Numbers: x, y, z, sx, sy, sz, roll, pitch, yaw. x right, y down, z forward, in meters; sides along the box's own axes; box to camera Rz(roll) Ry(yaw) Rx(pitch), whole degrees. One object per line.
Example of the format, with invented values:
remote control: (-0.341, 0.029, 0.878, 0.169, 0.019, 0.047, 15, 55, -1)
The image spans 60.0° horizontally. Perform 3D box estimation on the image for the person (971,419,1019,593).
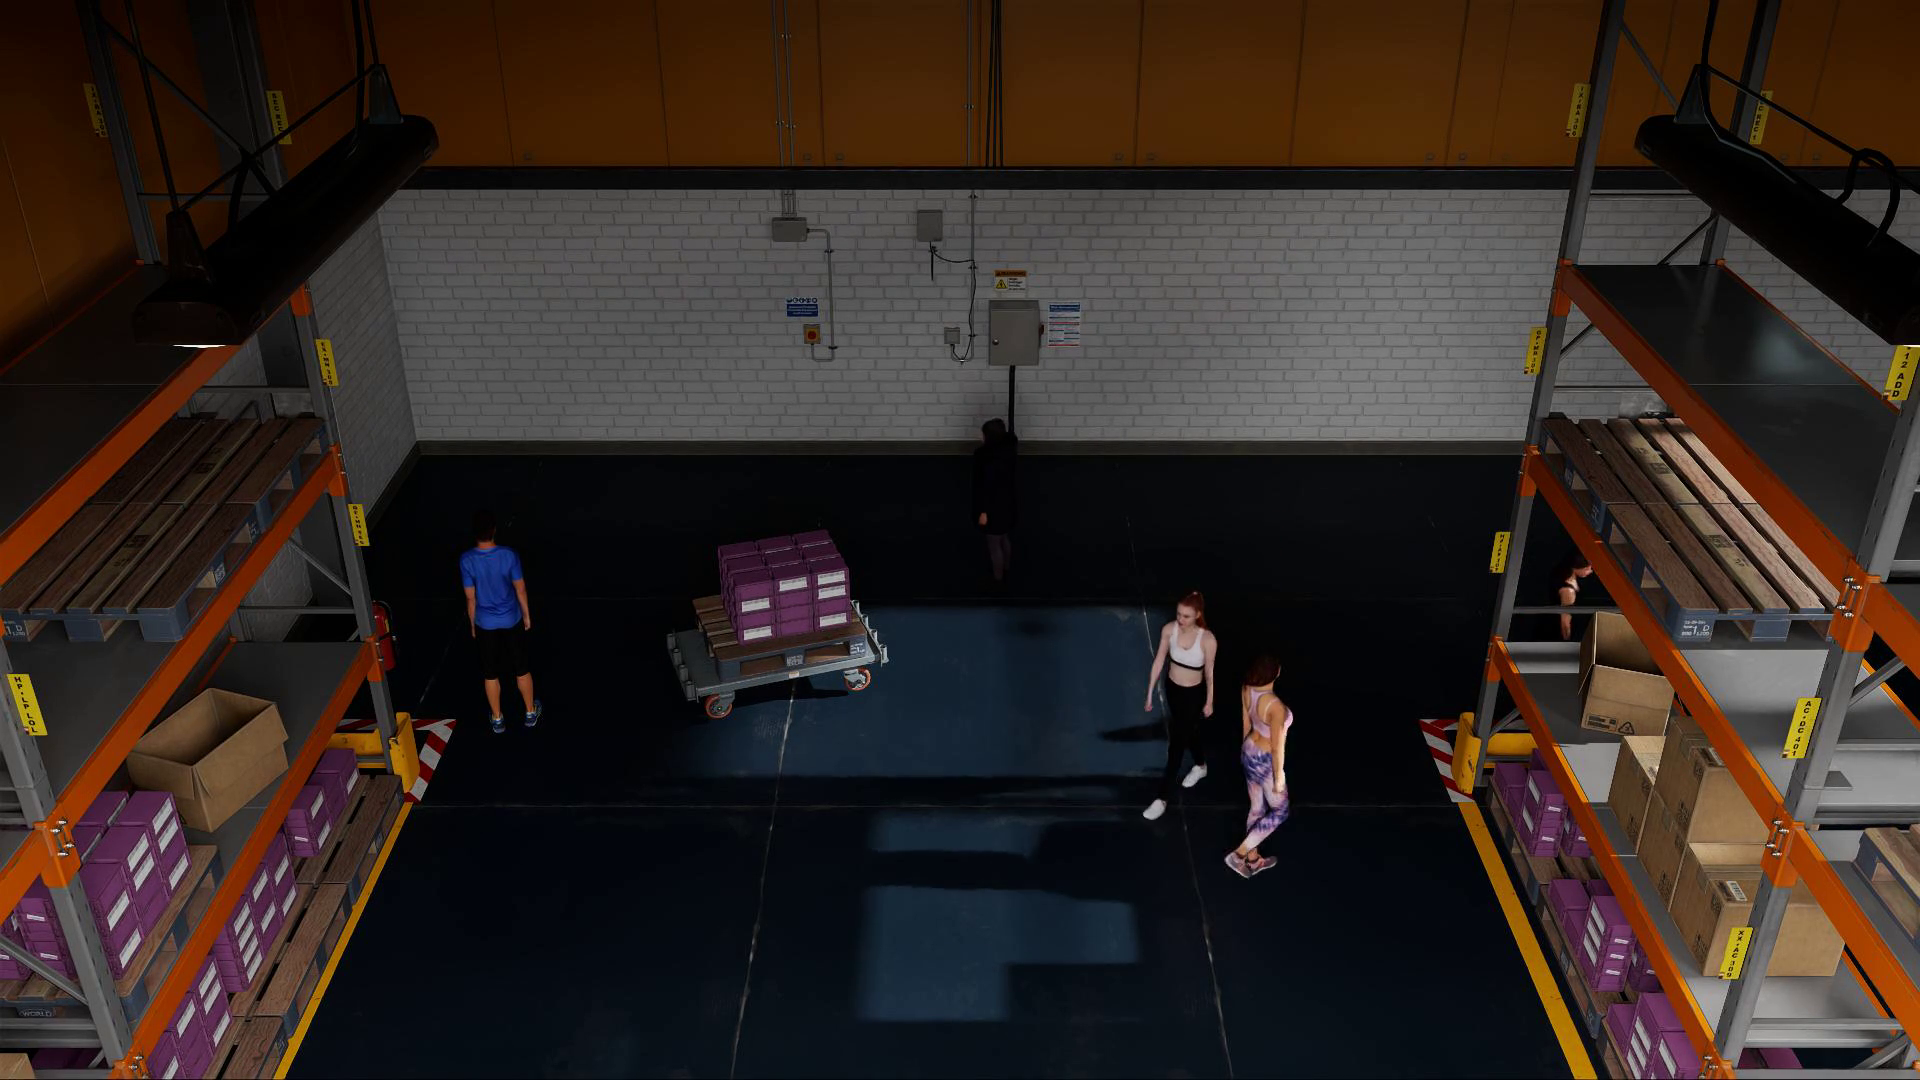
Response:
person: (0.323, -0.320, 14.683, 0.829, 1.674, 0.717, 13, 31, 22)

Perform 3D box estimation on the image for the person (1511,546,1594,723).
person: (4.473, 0.749, 12.731, 0.760, 1.665, 0.639, 4, 29, 7)

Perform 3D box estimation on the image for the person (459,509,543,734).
person: (-3.541, 0.622, 12.752, 0.671, 1.868, 0.642, -8, 30, -14)

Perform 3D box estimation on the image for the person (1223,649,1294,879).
person: (1.958, 1.550, 11.174, 0.854, 1.750, 0.804, -13, 31, -23)

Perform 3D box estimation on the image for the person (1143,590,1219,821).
person: (1.677, 1.108, 12.037, 1.036, 1.701, 1.165, 21, 35, 33)
